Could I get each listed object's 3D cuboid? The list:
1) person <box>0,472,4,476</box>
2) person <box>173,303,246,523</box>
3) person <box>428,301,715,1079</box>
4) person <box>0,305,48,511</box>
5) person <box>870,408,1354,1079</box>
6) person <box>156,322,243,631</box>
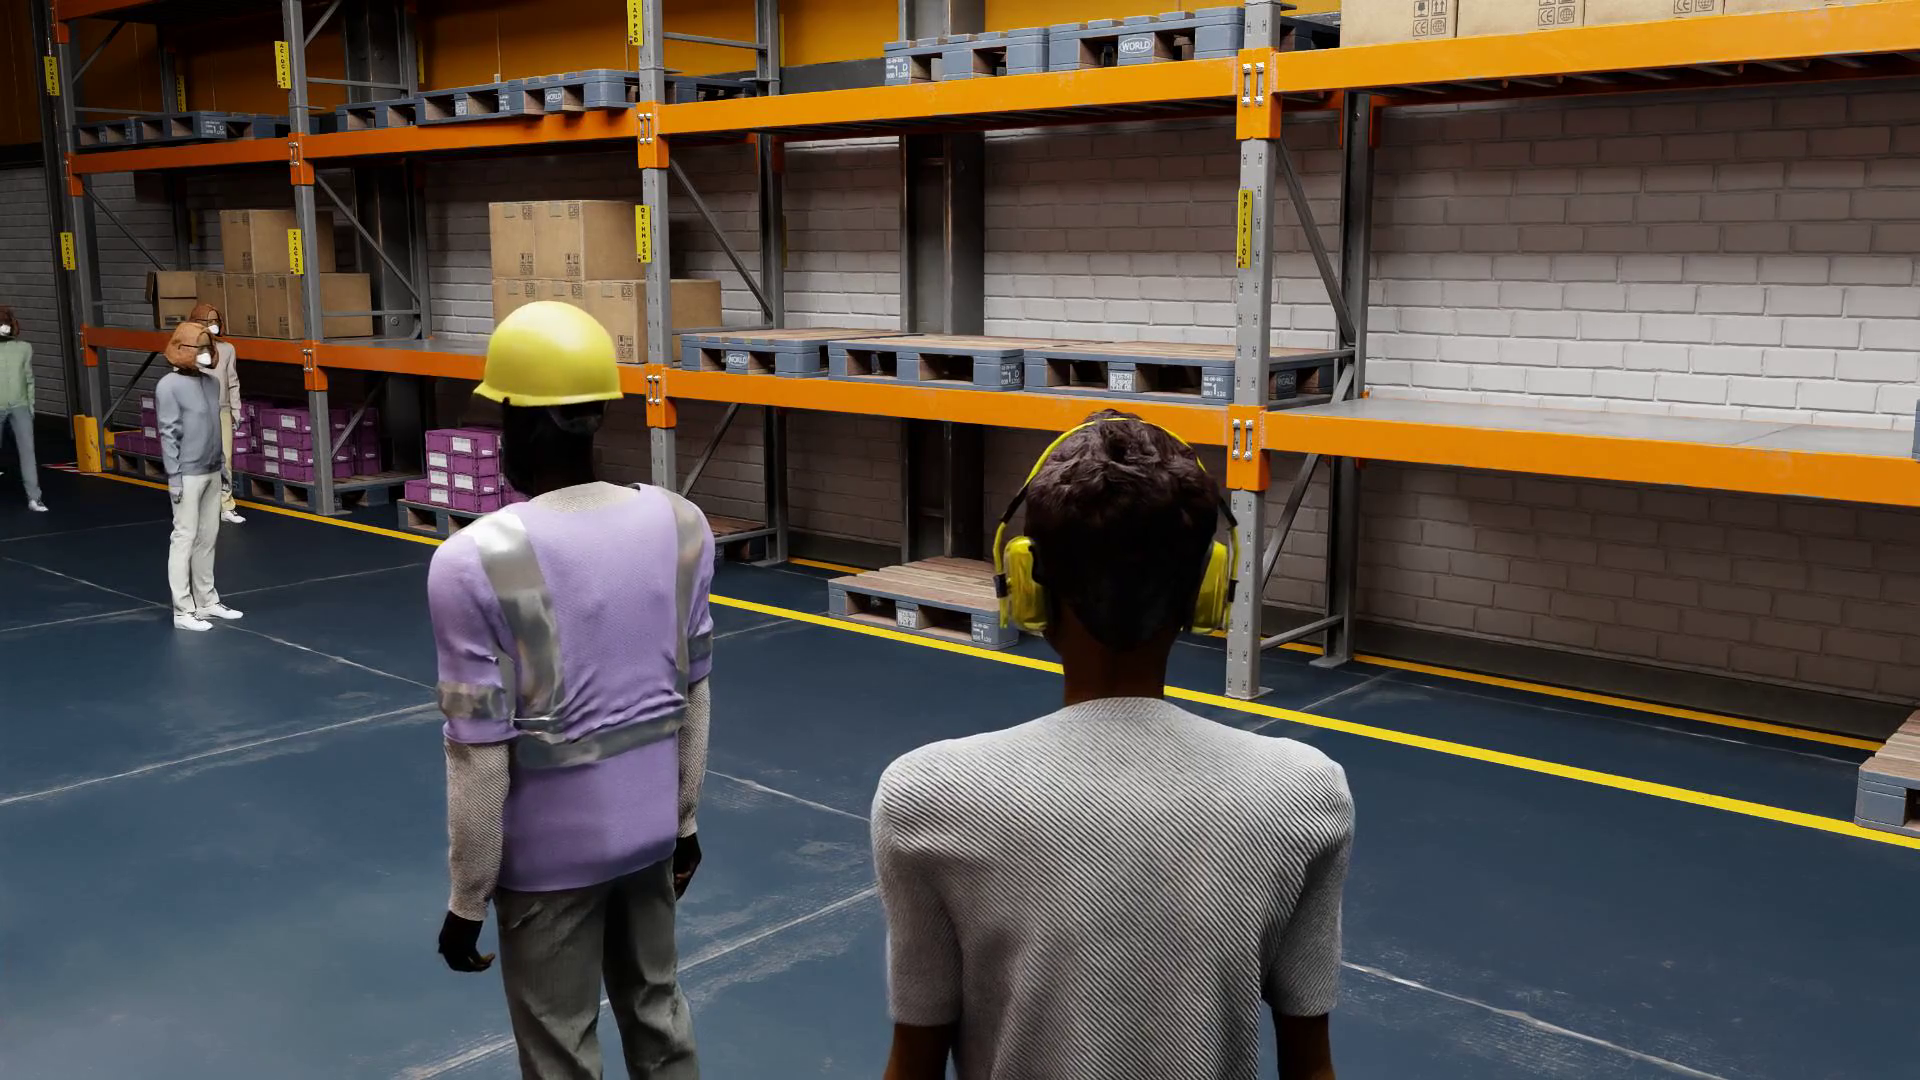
[{"bbox_3d":[-8.733,-1.472,14.543,0.409,1.907,0.651,5,11,24],"label":"person"},{"bbox_3d":[-5.475,-0.908,12.137,0.277,1.629,0.496,7,12,33],"label":"person"},{"bbox_3d":[-0.697,0.536,3.042,0.357,1.930,0.586,8,13,37],"label":"person"},{"bbox_3d":[-7.448,-1.031,12.939,0.847,1.602,0.504,8,13,38],"label":"person"},{"bbox_3d":[0.147,0.797,1.769,0.512,1.861,0.314,-1,10,-8],"label":"person"},{"bbox_3d":[-4.071,-0.343,8.892,0.275,1.631,0.507,1,10,8],"label":"person"}]
